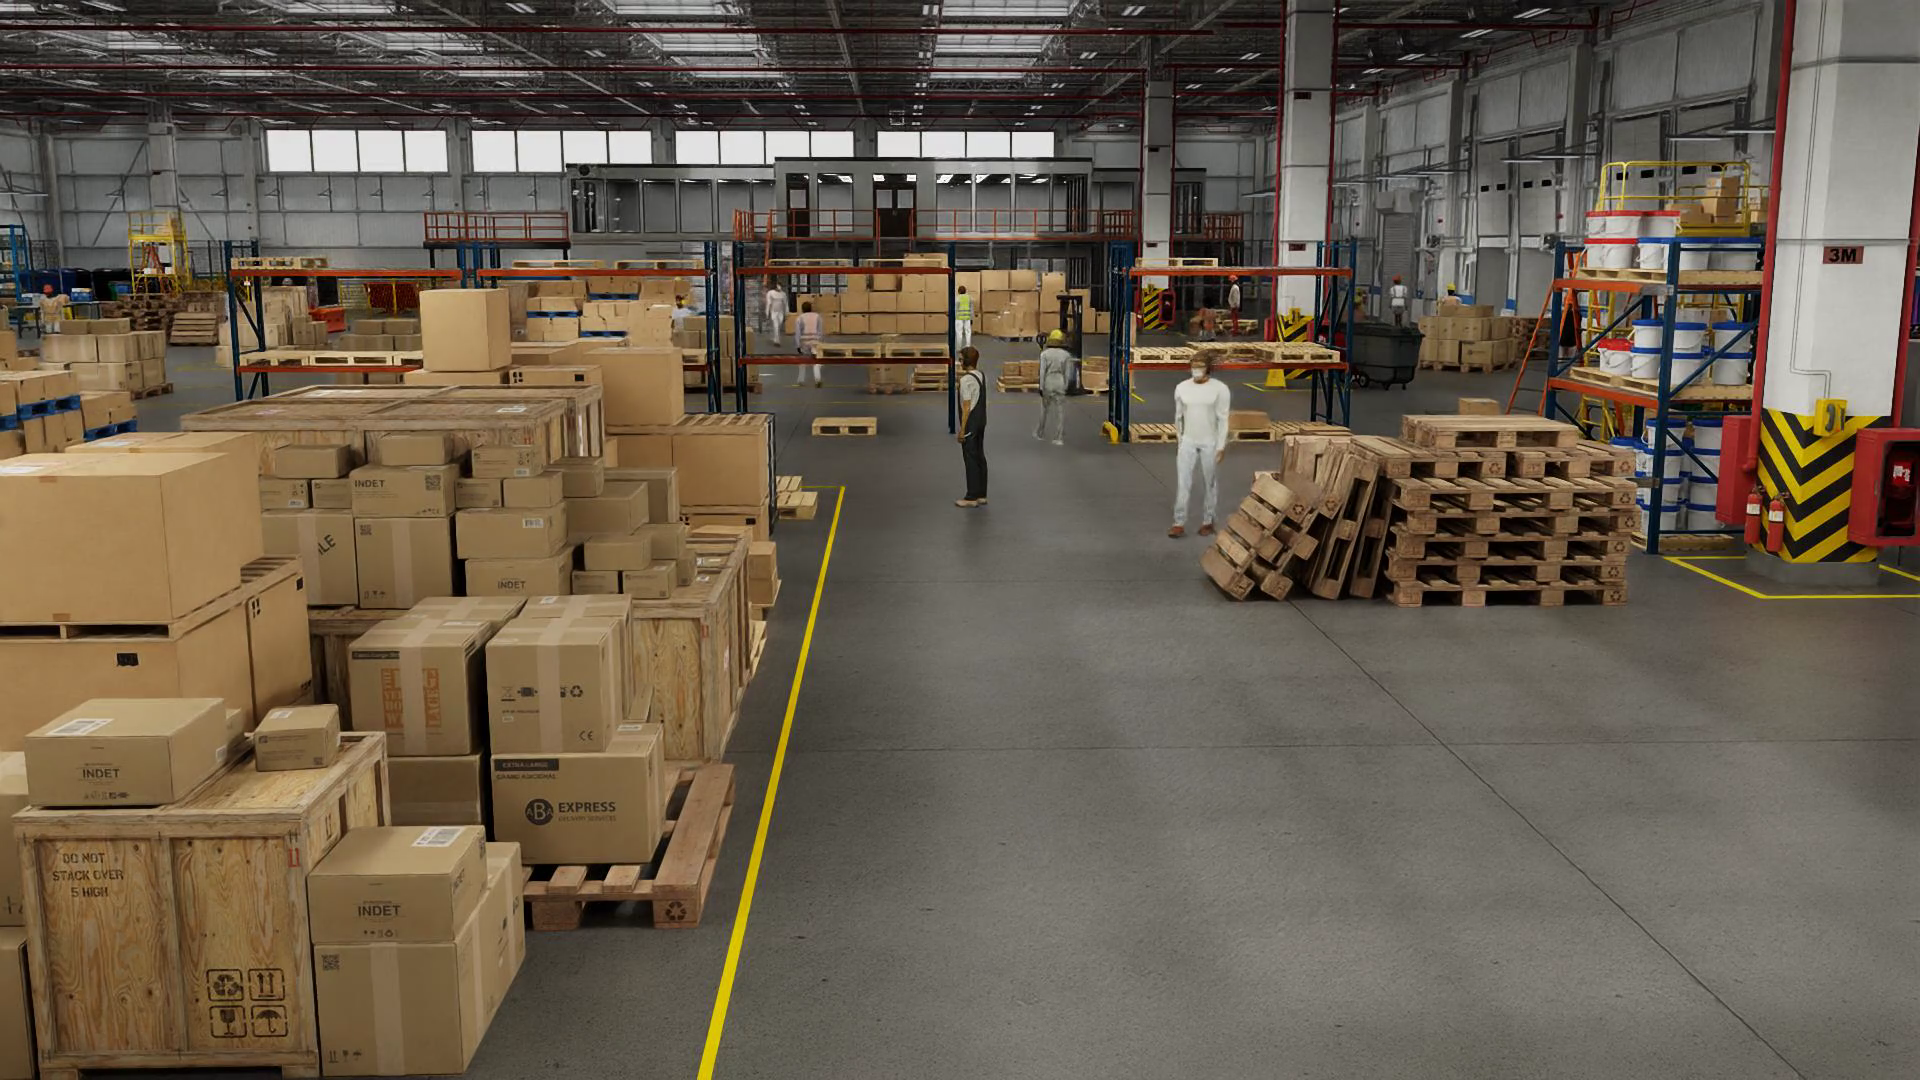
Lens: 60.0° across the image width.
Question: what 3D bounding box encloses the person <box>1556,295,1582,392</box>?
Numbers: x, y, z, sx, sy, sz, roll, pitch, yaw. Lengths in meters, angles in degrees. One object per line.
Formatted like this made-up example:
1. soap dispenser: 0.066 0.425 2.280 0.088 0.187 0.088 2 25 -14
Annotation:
1. person: 12.222 -3.954 33.517 0.608 1.987 0.403 0 10 -2

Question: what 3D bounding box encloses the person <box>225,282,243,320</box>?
1. person: -21.217 -6.596 48.577 0.582 1.860 0.763 2 10 11

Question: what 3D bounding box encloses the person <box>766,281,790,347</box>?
1. person: -5.175 -6.472 47.729 0.666 1.906 0.861 -7 12 -34

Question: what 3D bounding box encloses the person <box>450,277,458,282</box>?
1. person: -15.493 -7.081 50.983 0.680 1.969 1.094 -1 10 -5

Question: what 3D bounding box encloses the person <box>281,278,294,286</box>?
1. person: -18.650 -6.261 46.199 0.538 2.000 0.684 -4 11 -21

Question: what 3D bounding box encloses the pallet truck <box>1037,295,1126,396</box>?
1. pallet truck: 2.483 -3.881 33.060 1.885 1.965 0.823 -7 13 -36

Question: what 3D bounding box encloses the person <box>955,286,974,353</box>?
1. person: 0.069 -6.030 45.484 0.621 1.838 0.429 -4 11 -20

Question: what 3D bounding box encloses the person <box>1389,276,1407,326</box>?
1. person: 14.679 -7.915 55.856 0.602 1.889 0.892 0 10 -1

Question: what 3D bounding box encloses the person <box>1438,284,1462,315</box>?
1. person: 12.932 -5.802 43.960 0.594 1.925 0.376 2 10 11

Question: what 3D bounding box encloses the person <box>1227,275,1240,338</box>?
1. person: 8.676 -7.411 52.754 0.392 1.988 0.609 2 10 11

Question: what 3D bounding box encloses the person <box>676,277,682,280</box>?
1. person: -9.057 -7.558 53.782 0.614 1.909 0.427 -9 14 -42

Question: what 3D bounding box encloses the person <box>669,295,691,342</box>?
1. person: -6.398 -4.758 38.445 0.493 1.827 0.909 5 11 25

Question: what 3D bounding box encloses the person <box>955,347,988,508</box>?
1. person: 0.135 -1.290 19.053 0.325 1.843 0.517 6 12 29

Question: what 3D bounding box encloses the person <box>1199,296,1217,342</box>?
1. person: 6.222 -5.321 41.975 0.525 1.671 0.676 -4 11 -22

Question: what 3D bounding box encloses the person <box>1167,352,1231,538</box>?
1. person: 2.423 -0.951 16.984 0.644 1.898 0.920 5 11 27

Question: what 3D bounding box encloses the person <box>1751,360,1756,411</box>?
1. person: 10.482 -1.724 21.389 0.592 1.880 0.350 4 11 20

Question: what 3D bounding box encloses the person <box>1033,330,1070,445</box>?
1. person: 1.379 -2.315 25.143 0.496 1.696 0.865 -3 11 -17

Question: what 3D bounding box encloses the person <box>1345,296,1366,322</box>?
1. person: 9.617 -5.066 40.440 0.541 1.709 0.926 -1 10 -6

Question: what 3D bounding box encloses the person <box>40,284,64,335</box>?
1. person: -23.947 -5.795 43.918 0.580 1.920 0.584 -2 10 -13

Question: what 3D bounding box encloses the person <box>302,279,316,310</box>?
1. person: -23.203 -8.482 59.474 0.329 1.719 0.739 9 14 42

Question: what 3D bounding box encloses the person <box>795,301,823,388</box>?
1. person: -3.147 -4.085 34.749 0.623 1.806 0.908 -4 11 -21
